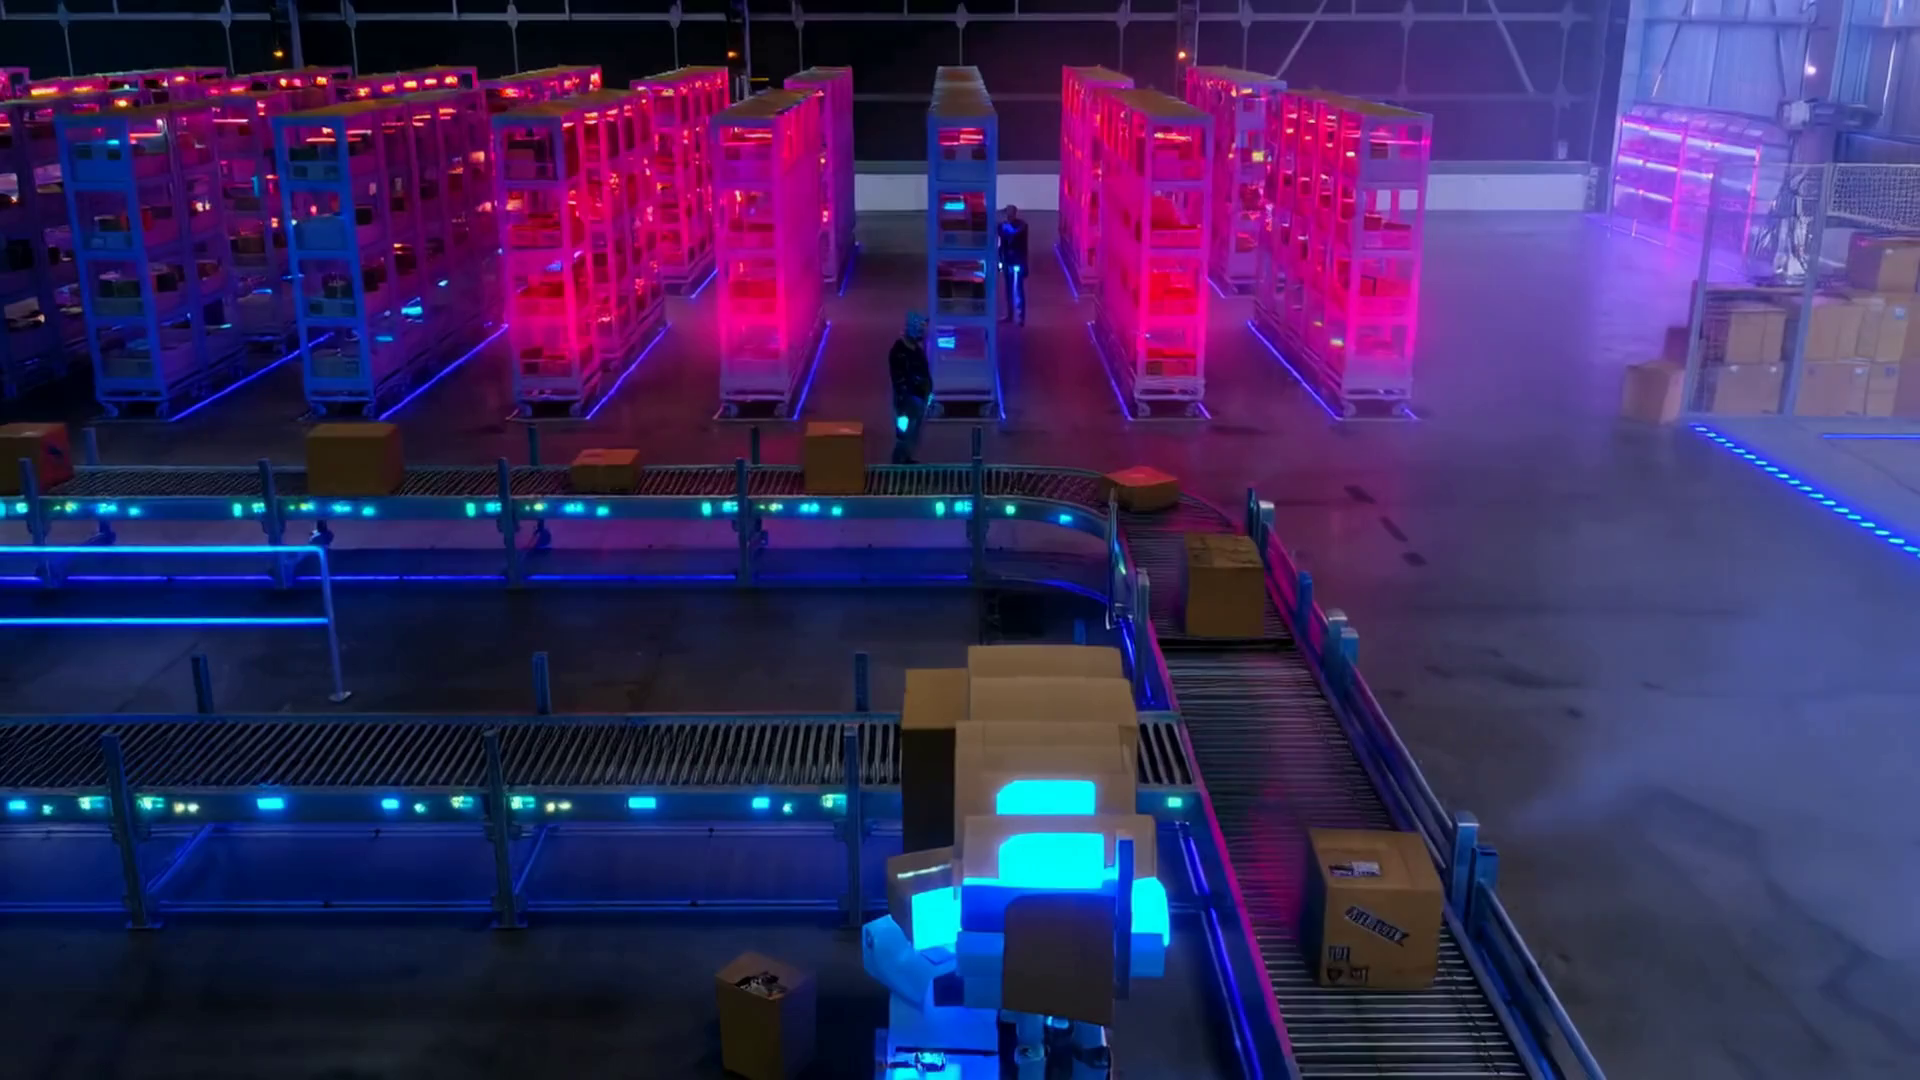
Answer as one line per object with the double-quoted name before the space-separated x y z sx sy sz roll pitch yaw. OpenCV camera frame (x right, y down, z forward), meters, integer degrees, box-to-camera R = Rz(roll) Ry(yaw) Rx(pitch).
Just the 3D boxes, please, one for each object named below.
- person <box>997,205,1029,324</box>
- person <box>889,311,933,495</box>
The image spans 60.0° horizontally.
"person" 0.822 -4.299 25.923 0.572 1.831 0.406 12 21 32
"person" -0.471 -1.342 16.712 0.407 1.919 0.649 4 19 14
